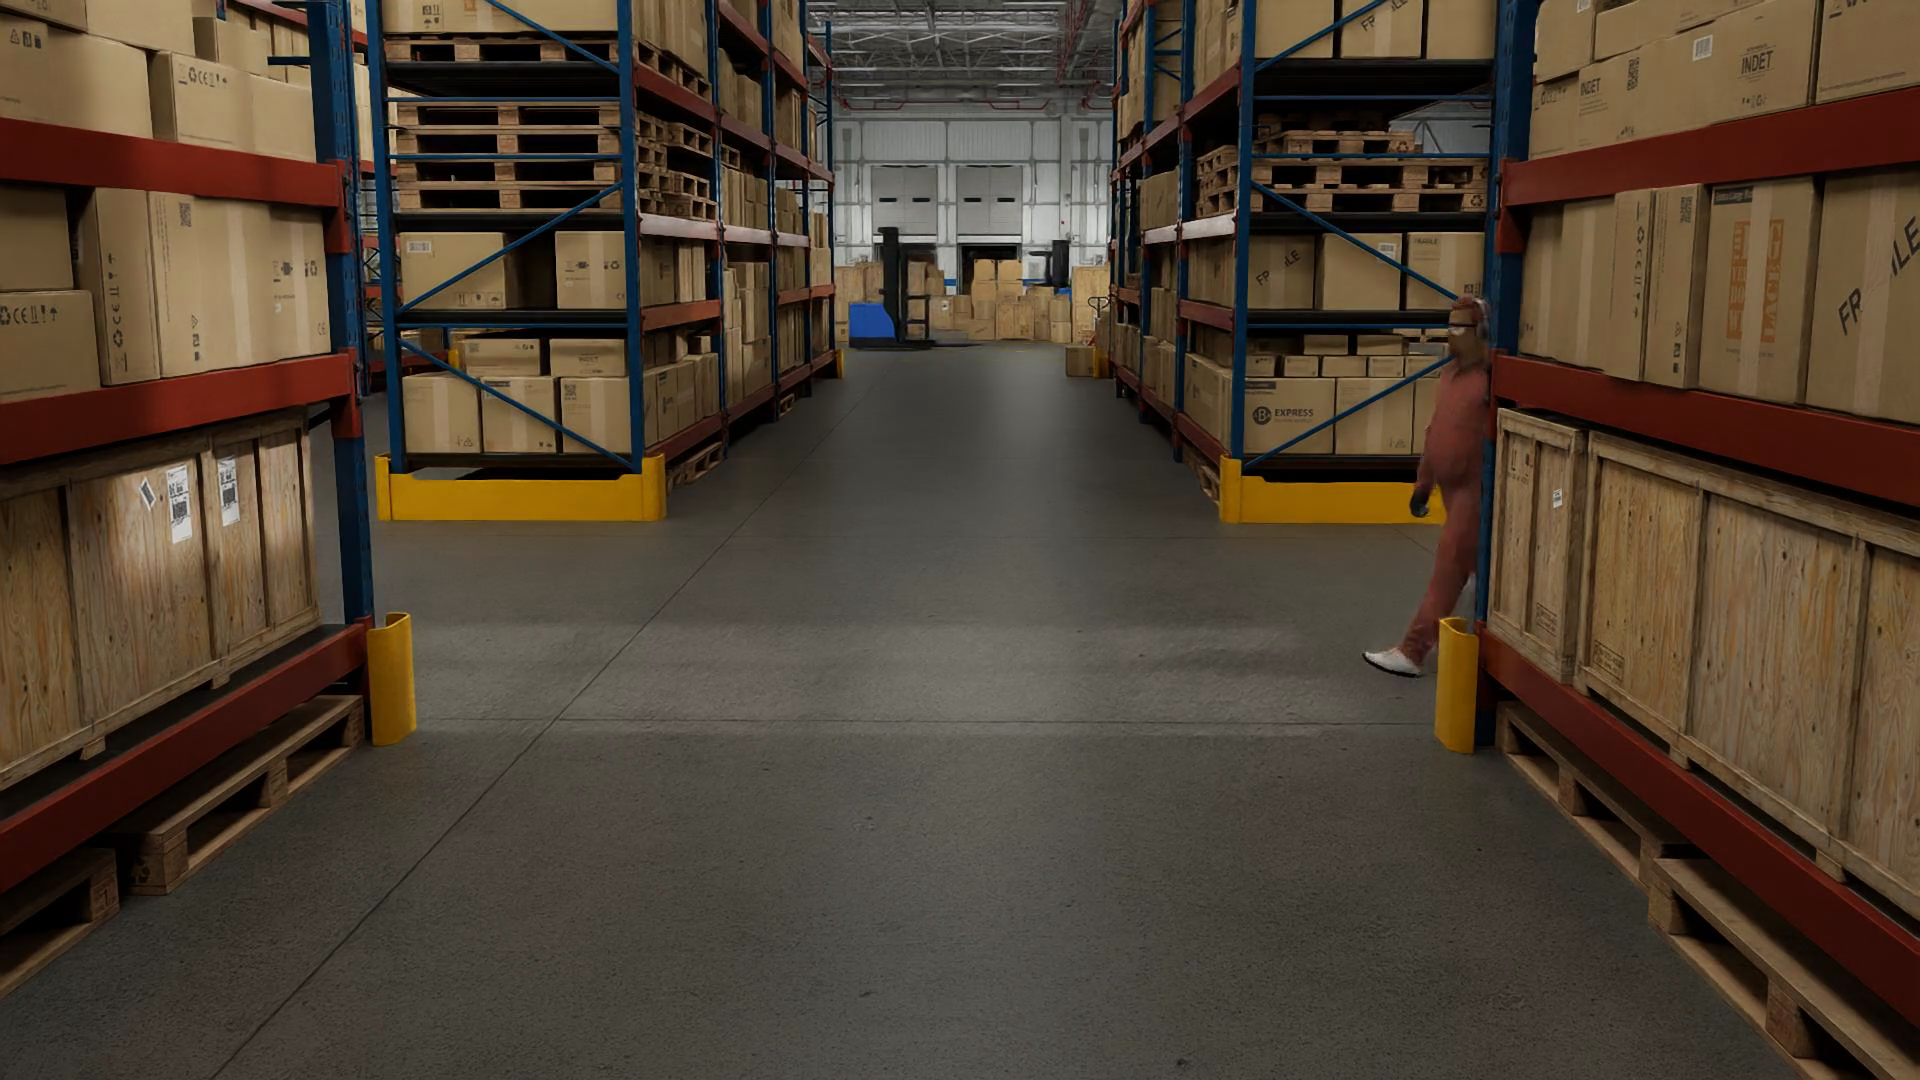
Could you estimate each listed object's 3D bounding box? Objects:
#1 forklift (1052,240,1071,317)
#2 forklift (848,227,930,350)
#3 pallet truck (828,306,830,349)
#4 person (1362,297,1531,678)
[{"bbox_3d":[3.659,-9.409,59.924,1.873,2.768,1.129,5,11,27],"label":"forklift"},{"bbox_3d":[-1.611,-5.801,38.312,1.873,2.768,1.129,0,9,1],"label":"forklift"},{"bbox_3d":[-3.100,-3.940,29.800,1.885,1.965,0.823,3,10,19],"label":"pallet truck"},{"bbox_3d":[2.467,-0.254,8.164,1.013,1.851,0.670,-2,10,-10],"label":"person"}]
